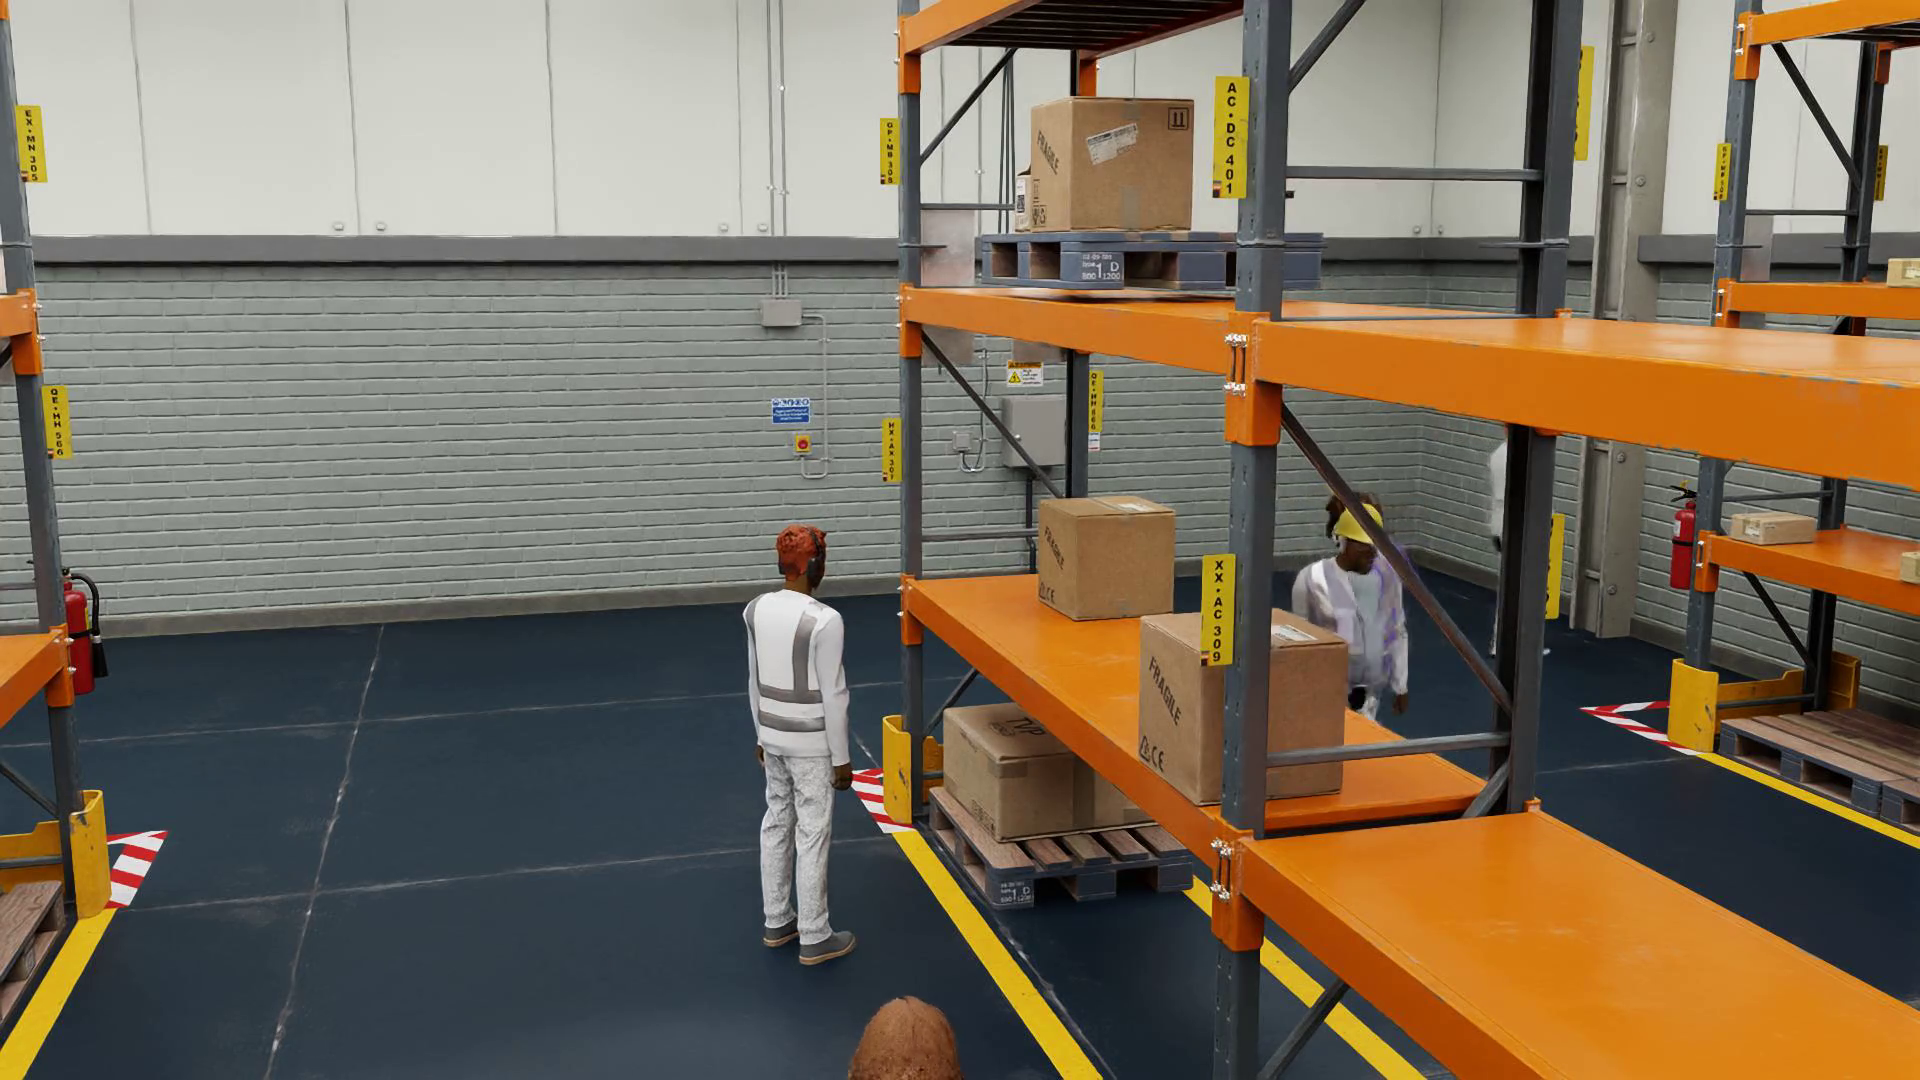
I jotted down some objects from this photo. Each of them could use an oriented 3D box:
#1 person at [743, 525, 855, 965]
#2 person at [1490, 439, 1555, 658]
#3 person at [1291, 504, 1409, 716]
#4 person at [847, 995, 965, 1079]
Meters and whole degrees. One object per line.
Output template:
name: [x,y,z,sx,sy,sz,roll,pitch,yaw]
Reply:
person: [-0.681,0.865,7.110,0.575,1.880,0.358,9,14,43]
person: [4.190,-0.038,12.227,0.521,1.894,0.680,-1,10,-7]
person: [1.973,0.694,8.406,0.606,1.781,0.959,-2,10,-12]
person: [-0.114,1.682,3.273,0.503,1.591,0.849,-1,10,-6]
